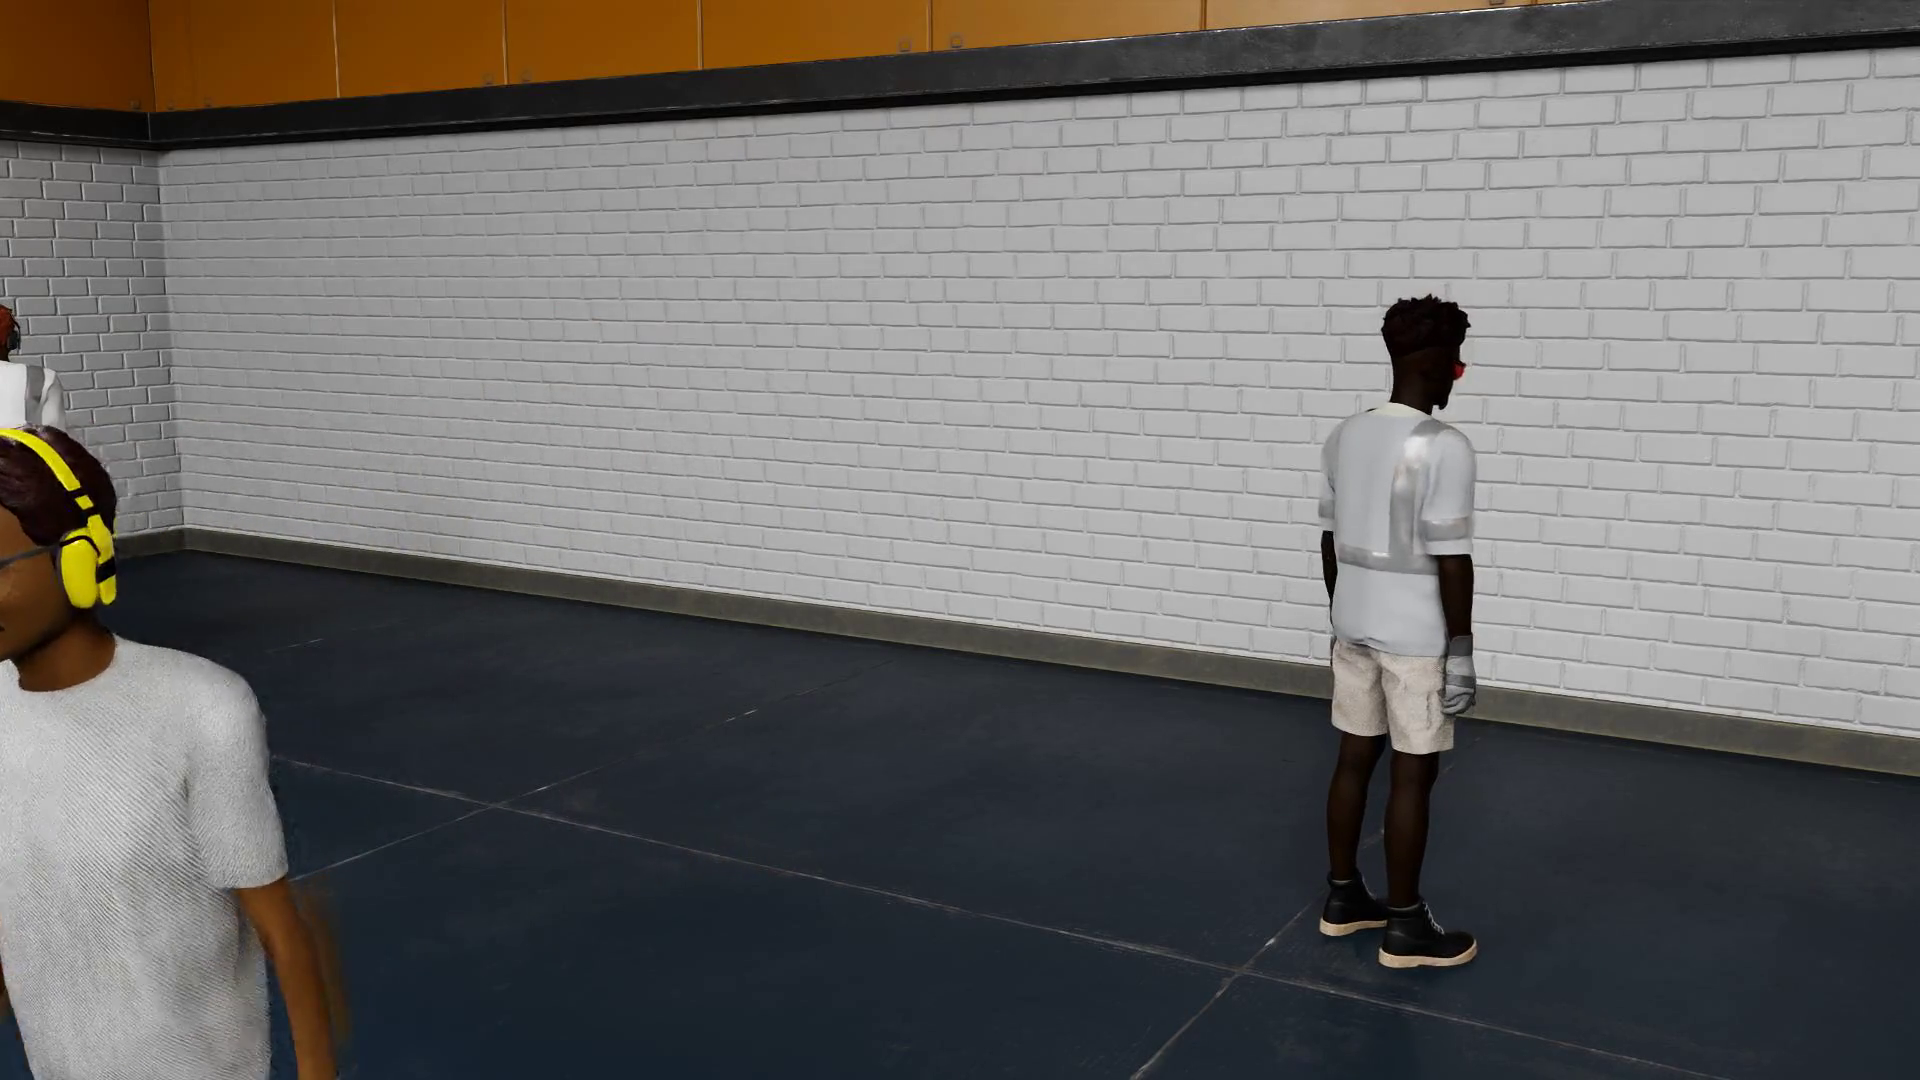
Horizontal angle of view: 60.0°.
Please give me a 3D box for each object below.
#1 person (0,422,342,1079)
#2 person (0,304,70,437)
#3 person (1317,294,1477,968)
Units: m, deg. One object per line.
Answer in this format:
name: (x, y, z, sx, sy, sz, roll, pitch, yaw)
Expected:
person: (-1.070, 0.761, 2.186, 0.586, 1.842, 0.396, 3, 9, 15)
person: (-4.581, -0.193, 8.015, 0.573, 1.883, 0.356, -4, 10, -23)
person: (1.305, 0.263, 4.913, 0.368, 1.961, 0.613, -4, 10, -24)
